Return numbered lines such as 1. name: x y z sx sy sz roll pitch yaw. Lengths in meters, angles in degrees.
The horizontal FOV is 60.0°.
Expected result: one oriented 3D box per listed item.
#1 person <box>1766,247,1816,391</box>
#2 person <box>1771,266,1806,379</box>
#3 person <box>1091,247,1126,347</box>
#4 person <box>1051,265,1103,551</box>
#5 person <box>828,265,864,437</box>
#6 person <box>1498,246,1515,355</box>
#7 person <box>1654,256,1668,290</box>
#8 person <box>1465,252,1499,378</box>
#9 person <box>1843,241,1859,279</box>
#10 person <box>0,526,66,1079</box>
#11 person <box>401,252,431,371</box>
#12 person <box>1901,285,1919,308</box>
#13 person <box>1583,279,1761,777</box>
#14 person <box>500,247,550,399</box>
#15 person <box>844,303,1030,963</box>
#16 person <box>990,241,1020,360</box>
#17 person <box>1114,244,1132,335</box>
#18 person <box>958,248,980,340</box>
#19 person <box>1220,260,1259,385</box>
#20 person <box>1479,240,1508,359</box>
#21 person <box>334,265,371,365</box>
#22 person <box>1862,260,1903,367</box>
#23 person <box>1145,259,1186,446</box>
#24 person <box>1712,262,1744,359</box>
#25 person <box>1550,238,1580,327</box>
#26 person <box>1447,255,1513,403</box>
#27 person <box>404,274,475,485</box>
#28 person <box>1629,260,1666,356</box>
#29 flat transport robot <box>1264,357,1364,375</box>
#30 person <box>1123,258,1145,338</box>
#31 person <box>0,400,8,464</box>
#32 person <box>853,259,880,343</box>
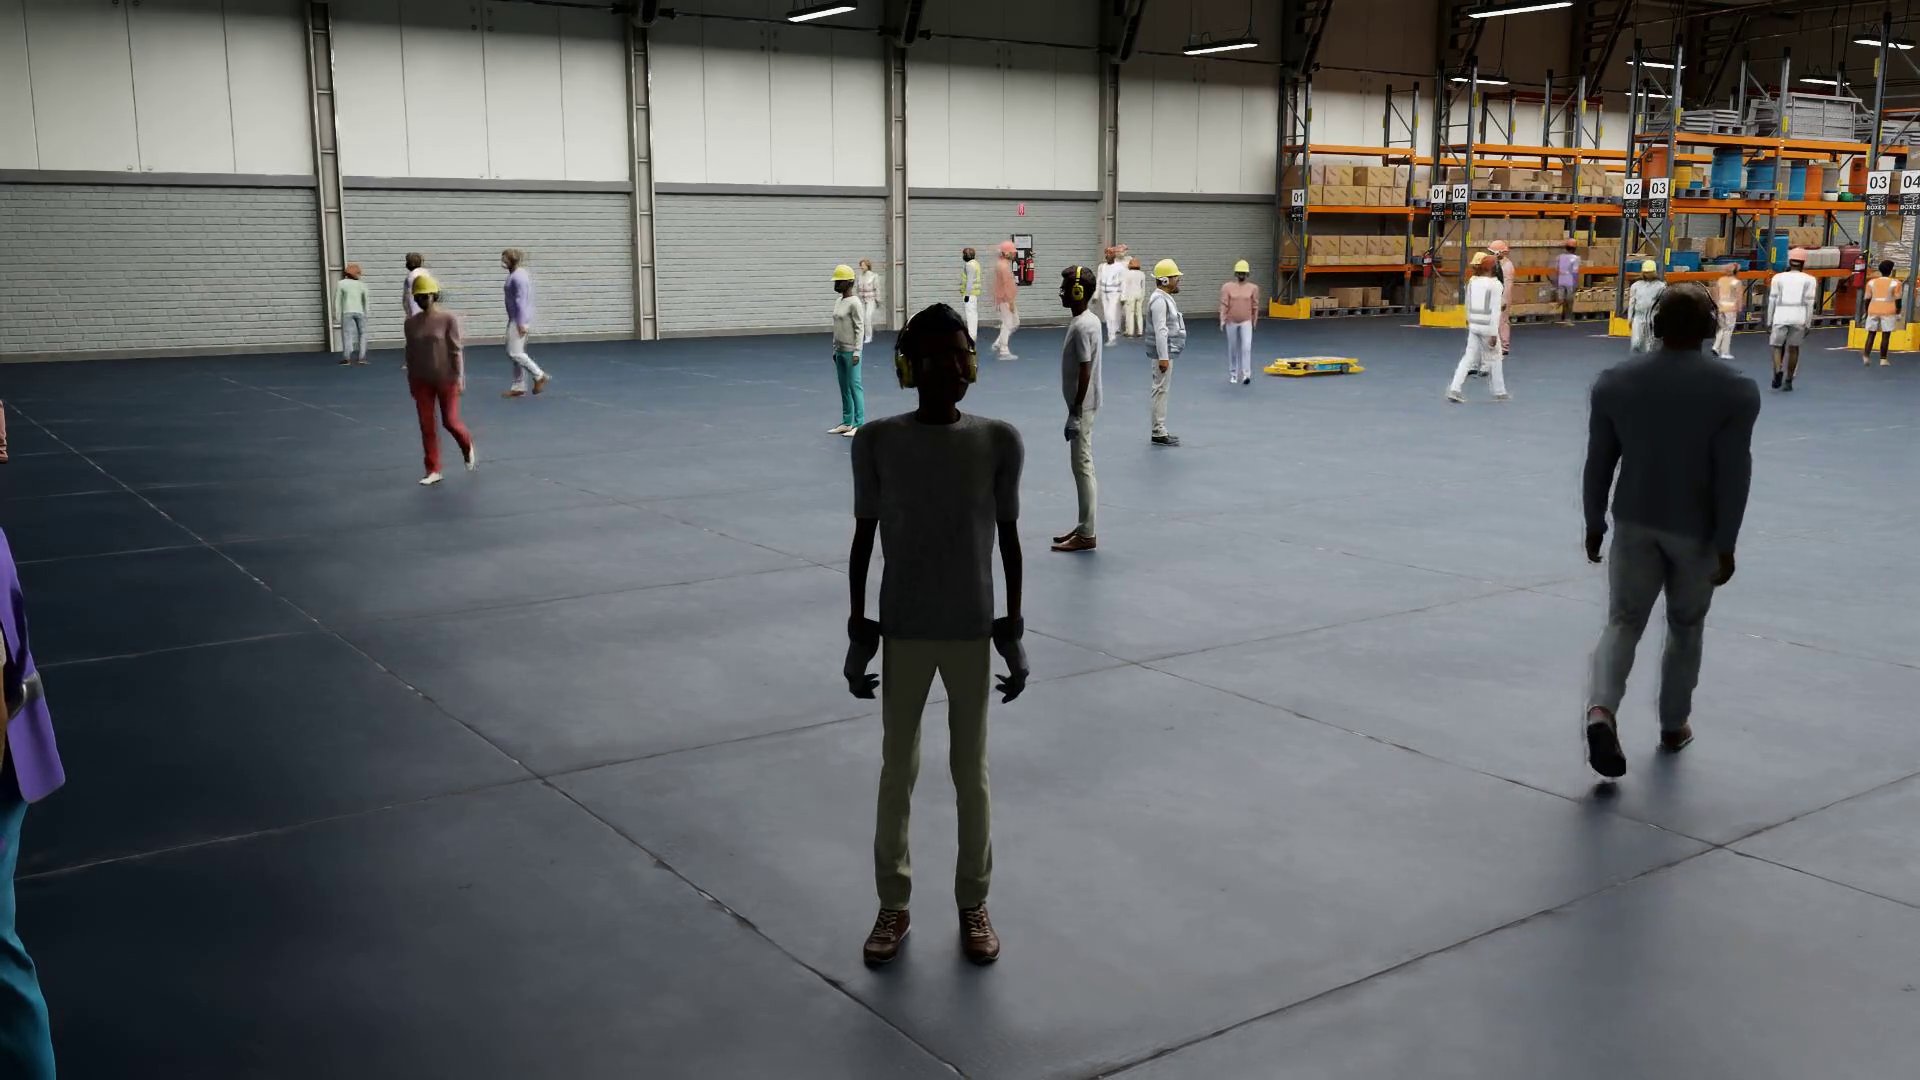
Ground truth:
1. person: 11.011 -2.915 22.060 0.558 1.922 0.596 5 12 27
2. person: 12.218 -3.224 24.499 0.543 1.659 0.864 5 11 24
3. person: 2.779 -4.557 31.213 0.580 1.862 0.578 10 14 43
4. person: 0.768 -0.857 10.925 0.329 1.872 0.508 1 10 8
5. person: -1.184 -1.955 17.232 0.316 1.767 0.535 -6 12 -30
6. person: 9.474 -4.201 29.159 0.399 1.908 0.643 2 10 9
7. person: 16.301 -5.836 38.903 0.427 1.614 0.513 -9 14 -40
8. person: 7.603 -3.288 24.353 0.403 1.830 0.600 -4 11 -20
9. person: 24.965 -7.383 46.506 0.634 1.931 0.649 9 14 41
10. person: -2.035 0.535 3.349 0.390 1.849 0.566 -10 14 -43
11. person: -8.289 -3.503 25.543 0.610 1.830 0.640 1 10 7
12. person: 19.192 -4.987 33.419 0.622 1.932 0.370 5 12 26
13. person: 2.686 -0.044 6.407 0.635 1.907 0.932 8 13 36
14. person: -5.606 -2.758 21.189 0.510 1.927 0.649 -4 11 -23
15. person: -0.065 0.274 4.711 0.531 1.875 0.316 0 10 -1
16. person: 0.810 -3.994 27.816 0.431 1.976 0.625 1 10 4
17. person: 3.400 -5.236 34.852 0.636 1.902 0.404 10 14 43
18. person: 0.186 -4.905 33.196 0.429 1.840 0.636 2 11 12
19. person: 3.888 -3.014 23.162 0.532 1.724 0.900 2 10 9
20. person: 8.982 -4.040 28.031 0.393 1.995 0.612 0 10 0
21. person: -9.828 -3.632 26.876 0.574 1.600 0.368 -6 12 -29
22. person: 14.658 -3.602 26.449 0.318 1.695 0.570 -9 13 -39
23. person: 2.037 -1.856 16.491 0.403 1.837 0.591 2 10 8
24. person: 12.955 -3.855 28.006 0.371 1.625 0.548 -4 11 -20
25. person: 13.790 -5.845 37.844 0.583 2.022 0.624 -7 13 -35
26. person: 6.478 -2.614 20.659 0.970 1.841 0.591 -5 12 -26
27. person: -4.382 -1.356 13.975 0.544 1.749 0.567 2 11 12
28. person: 9.994 -3.208 24.223 0.483 1.724 0.365 4 11 21
29. flat transport robot: 5.336 -2.633 25.044 1.431 0.197 0.652 -6 12 -31
30. person: 3.559 -4.936 33.970 0.506 1.622 0.290 -6 12 -29
31. person: -8.895 -1.623 15.036 0.410 1.905 0.641 -8 13 -39
32. person: -1.834 -4.594 32.097 0.548 1.619 0.559 6 12 30
